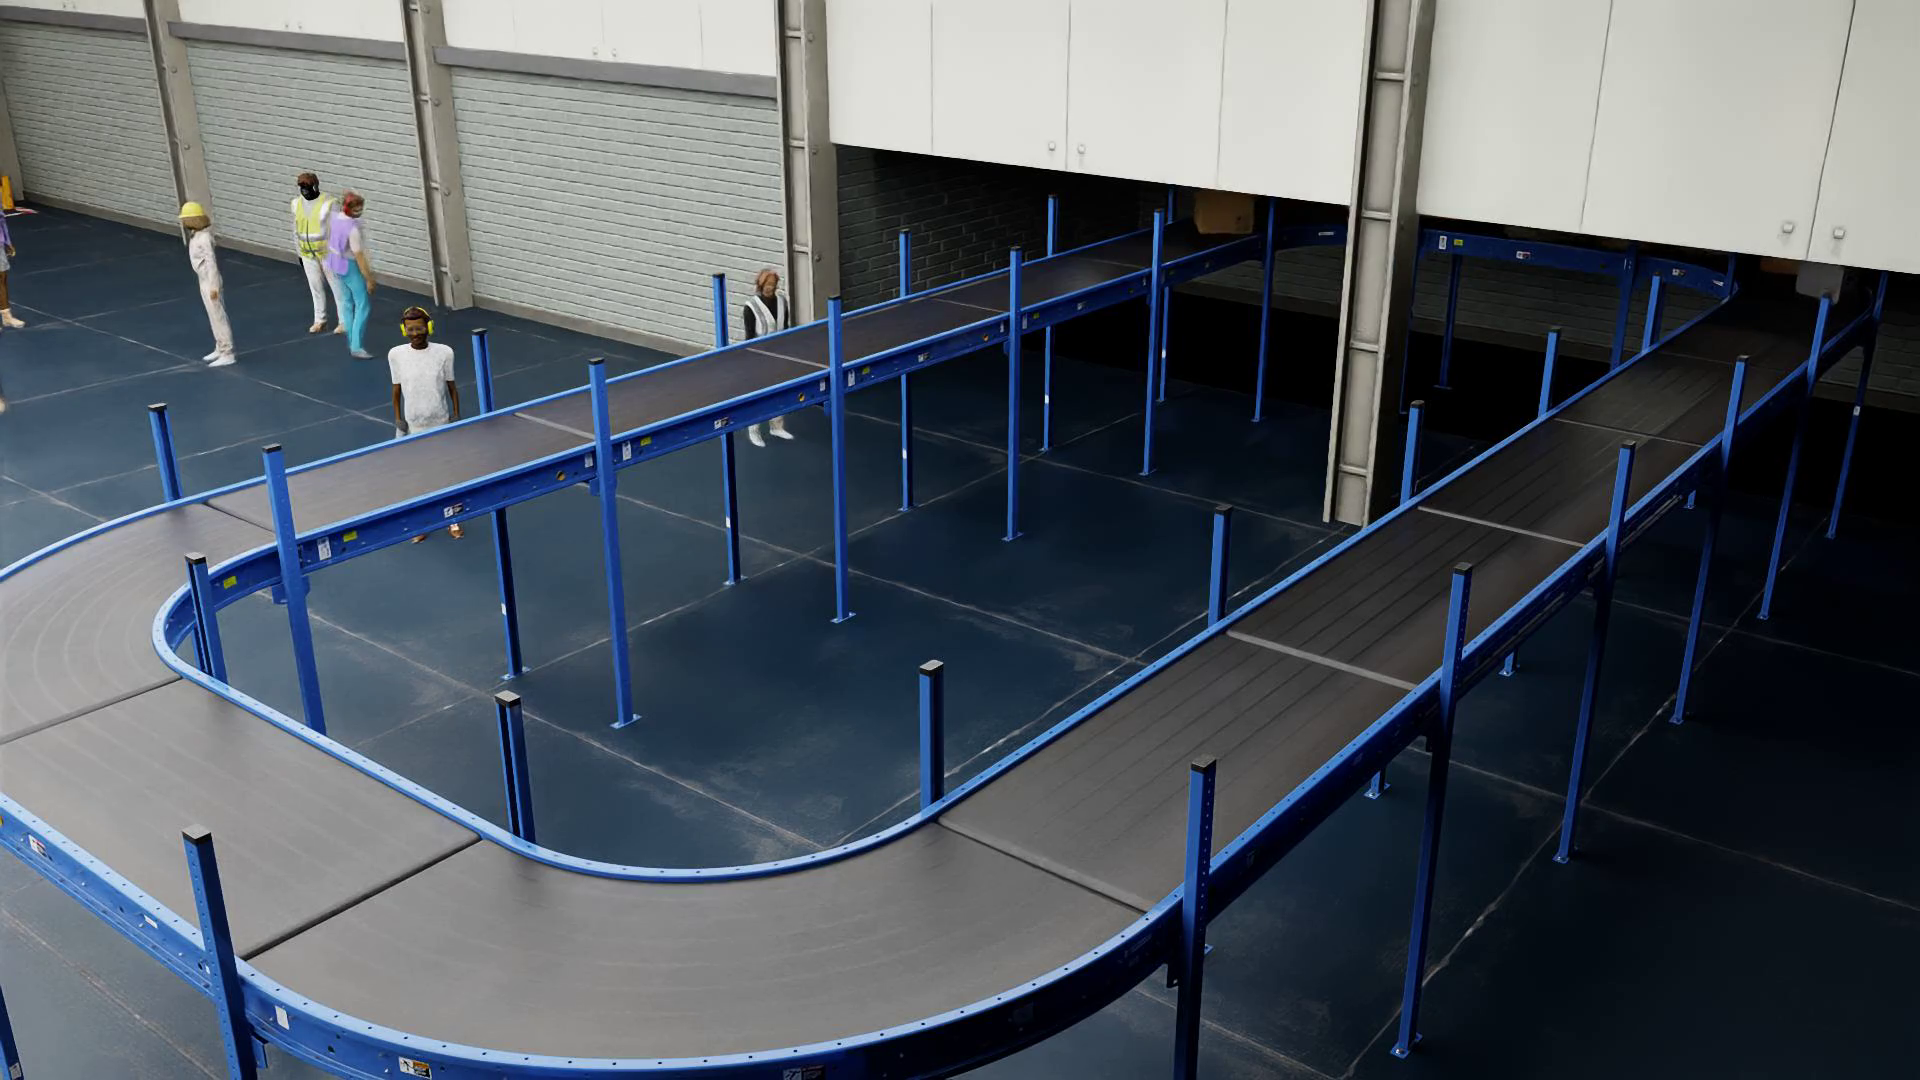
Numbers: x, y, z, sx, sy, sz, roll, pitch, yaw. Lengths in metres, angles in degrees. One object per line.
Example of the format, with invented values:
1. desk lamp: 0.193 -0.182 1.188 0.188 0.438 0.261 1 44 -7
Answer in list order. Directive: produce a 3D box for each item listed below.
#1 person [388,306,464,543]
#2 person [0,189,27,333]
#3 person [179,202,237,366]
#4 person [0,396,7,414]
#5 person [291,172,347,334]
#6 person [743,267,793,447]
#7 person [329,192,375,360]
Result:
1. person: -4.129 -0.902 12.928 0.520 1.873 0.333 -6 22 -15
2. person: -11.121 -3.399 19.042 0.393 2.040 0.611 10 23 23
3. person: -8.051 -2.741 17.775 0.323 1.741 0.492 -15 26 -33
4. person: -9.718 -1.994 16.004 0.891 1.649 0.540 6 22 14
5. person: -7.322 -3.277 19.020 0.616 1.836 0.428 4 22 10
6. person: -1.763 -1.687 15.238 0.313 1.640 0.521 18 28 39
7. person: -6.620 -2.878 18.049 0.391 1.806 0.683 -17 27 -37
